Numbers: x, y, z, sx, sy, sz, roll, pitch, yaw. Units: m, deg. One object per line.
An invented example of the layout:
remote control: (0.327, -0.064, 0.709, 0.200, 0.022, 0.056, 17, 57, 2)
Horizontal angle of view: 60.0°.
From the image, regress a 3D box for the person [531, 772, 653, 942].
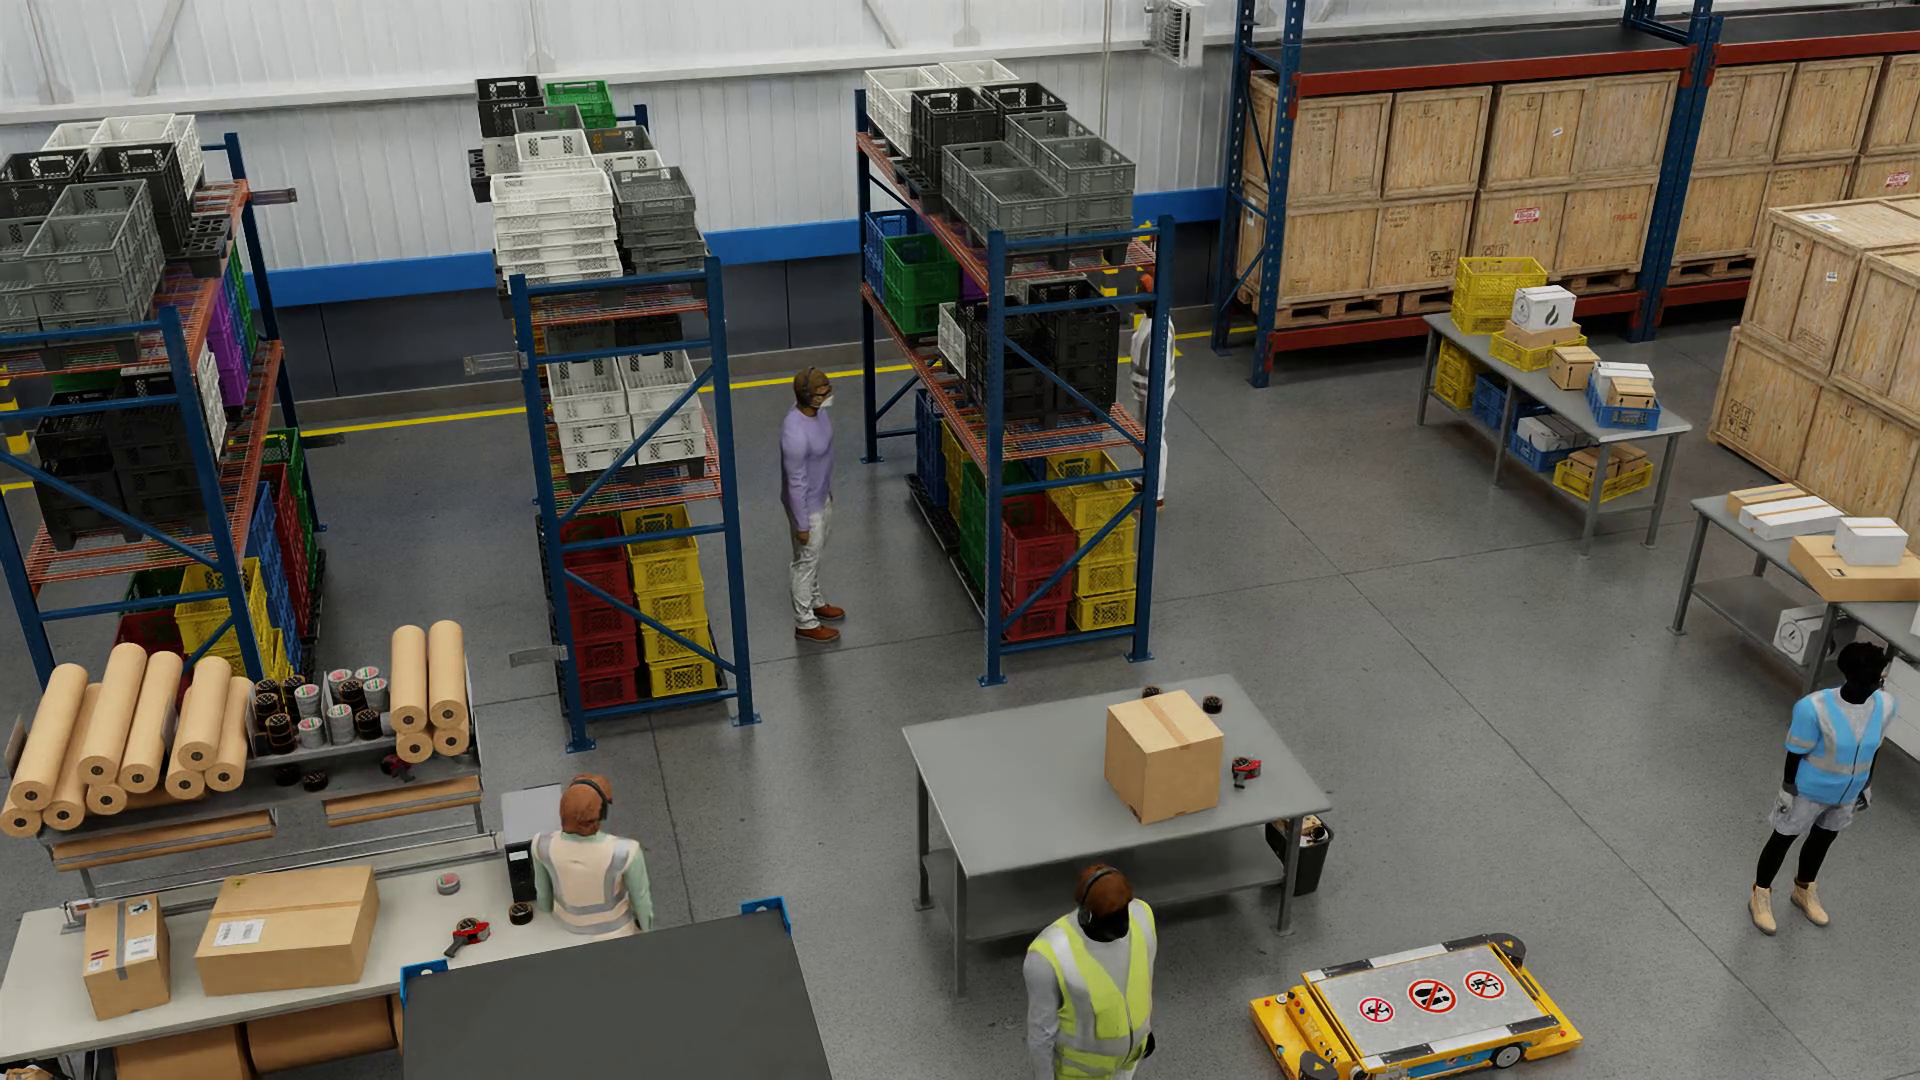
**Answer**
person: (-1.640, 1.769, 7.513, 0.526, 1.630, 0.317, 2, 29, 3)

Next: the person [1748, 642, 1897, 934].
person: (4.367, 1.244, 8.399, 0.535, 1.697, 0.318, -5, 29, -8)

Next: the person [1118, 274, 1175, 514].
person: (1.426, -1.099, 12.471, 0.361, 1.882, 0.575, -1, 29, -2)

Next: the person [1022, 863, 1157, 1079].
person: (0.551, 2.068, 6.750, 0.621, 1.845, 0.429, -19, 34, -31)

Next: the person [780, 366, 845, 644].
person: (-0.977, -0.235, 10.852, 0.375, 1.935, 0.635, 4, 29, 7)

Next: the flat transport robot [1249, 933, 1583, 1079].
flat transport robot: (2.184, 2.282, 7.980, 1.431, 0.197, 0.652, -8, 30, -14)
